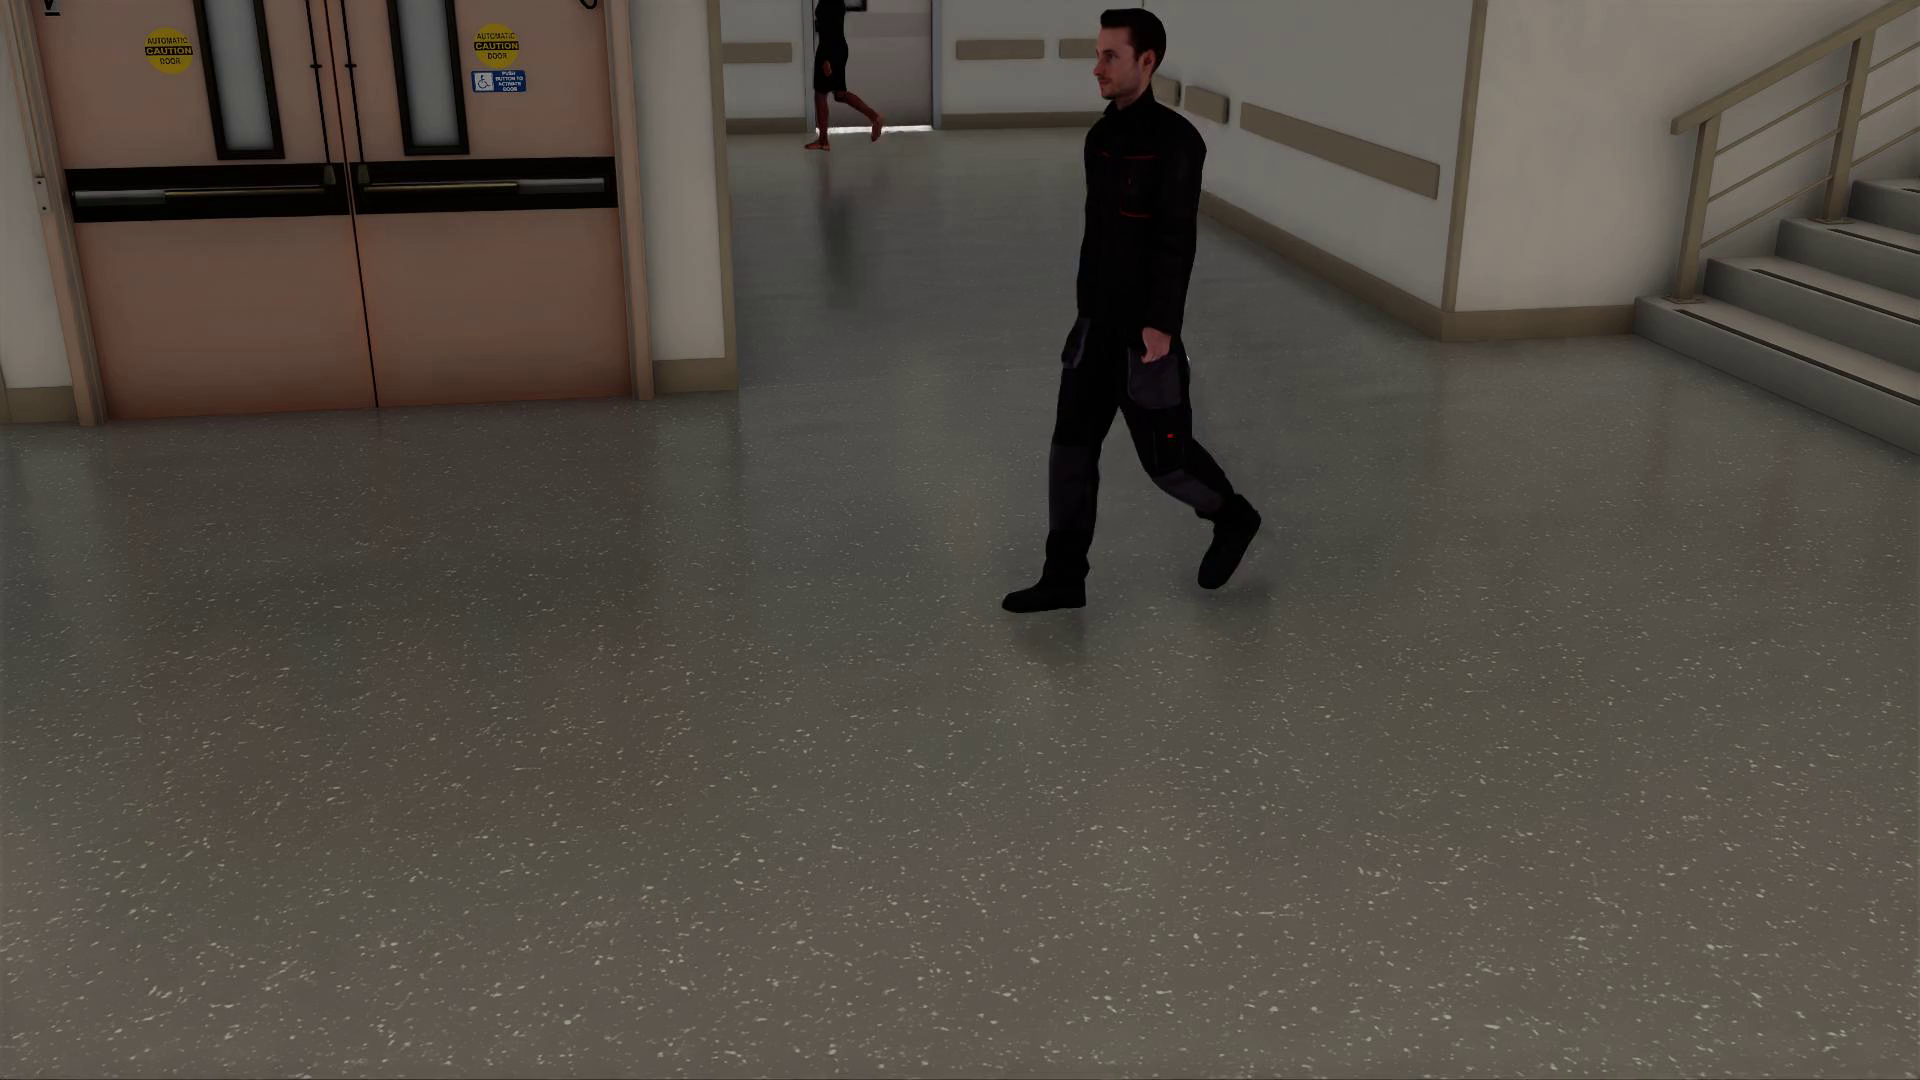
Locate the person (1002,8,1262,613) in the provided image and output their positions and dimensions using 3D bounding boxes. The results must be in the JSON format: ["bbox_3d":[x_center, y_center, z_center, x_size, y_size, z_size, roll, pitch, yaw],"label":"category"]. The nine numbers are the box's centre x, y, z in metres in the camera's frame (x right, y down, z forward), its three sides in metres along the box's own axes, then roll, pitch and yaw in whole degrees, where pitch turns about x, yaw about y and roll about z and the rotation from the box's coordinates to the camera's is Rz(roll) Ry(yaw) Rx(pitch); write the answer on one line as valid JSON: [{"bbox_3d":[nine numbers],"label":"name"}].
[{"bbox_3d":[0.595,-0.666,5.226,1.259,1.885,1.024,-14,25,-33],"label":"person"}]

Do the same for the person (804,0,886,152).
[{"bbox_3d":[-1.110,-4.484,15.574,1.134,1.696,0.919,5,21,14],"label":"person"}]
